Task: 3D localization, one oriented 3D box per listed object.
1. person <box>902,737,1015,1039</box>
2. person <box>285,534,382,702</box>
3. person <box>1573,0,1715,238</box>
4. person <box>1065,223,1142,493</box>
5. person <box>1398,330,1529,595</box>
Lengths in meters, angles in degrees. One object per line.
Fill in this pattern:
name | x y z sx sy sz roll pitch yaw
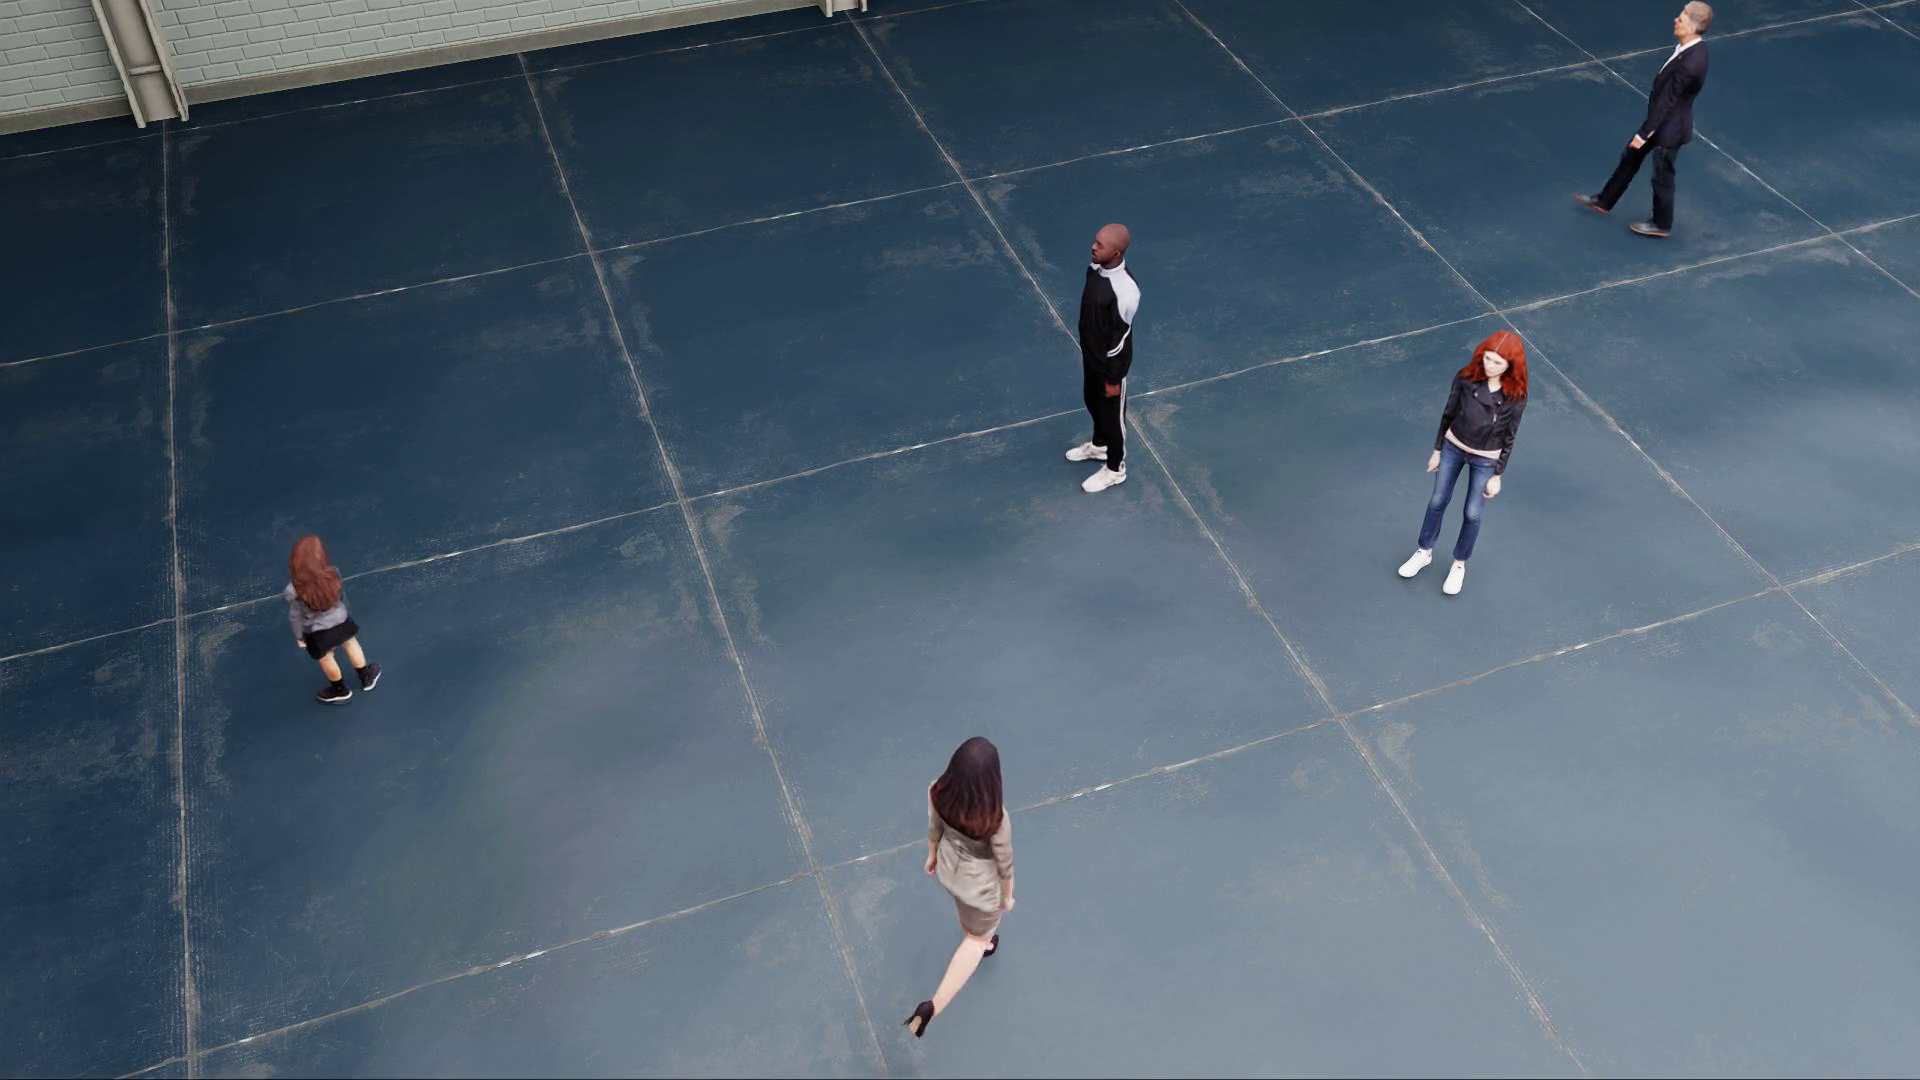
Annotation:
person | 0.000 1.541 7.299 0.942 1.726 1.113 28 50 27
person | -3.434 0.452 8.937 0.635 1.083 0.527 16 45 17
person | 5.254 -3.020 12.138 1.117 1.789 1.032 14 45 14
person | 0.900 -1.130 10.086 0.533 1.826 0.655 -12 44 -13
person | 2.878 -0.453 9.388 0.669 1.789 0.708 25 48 24
